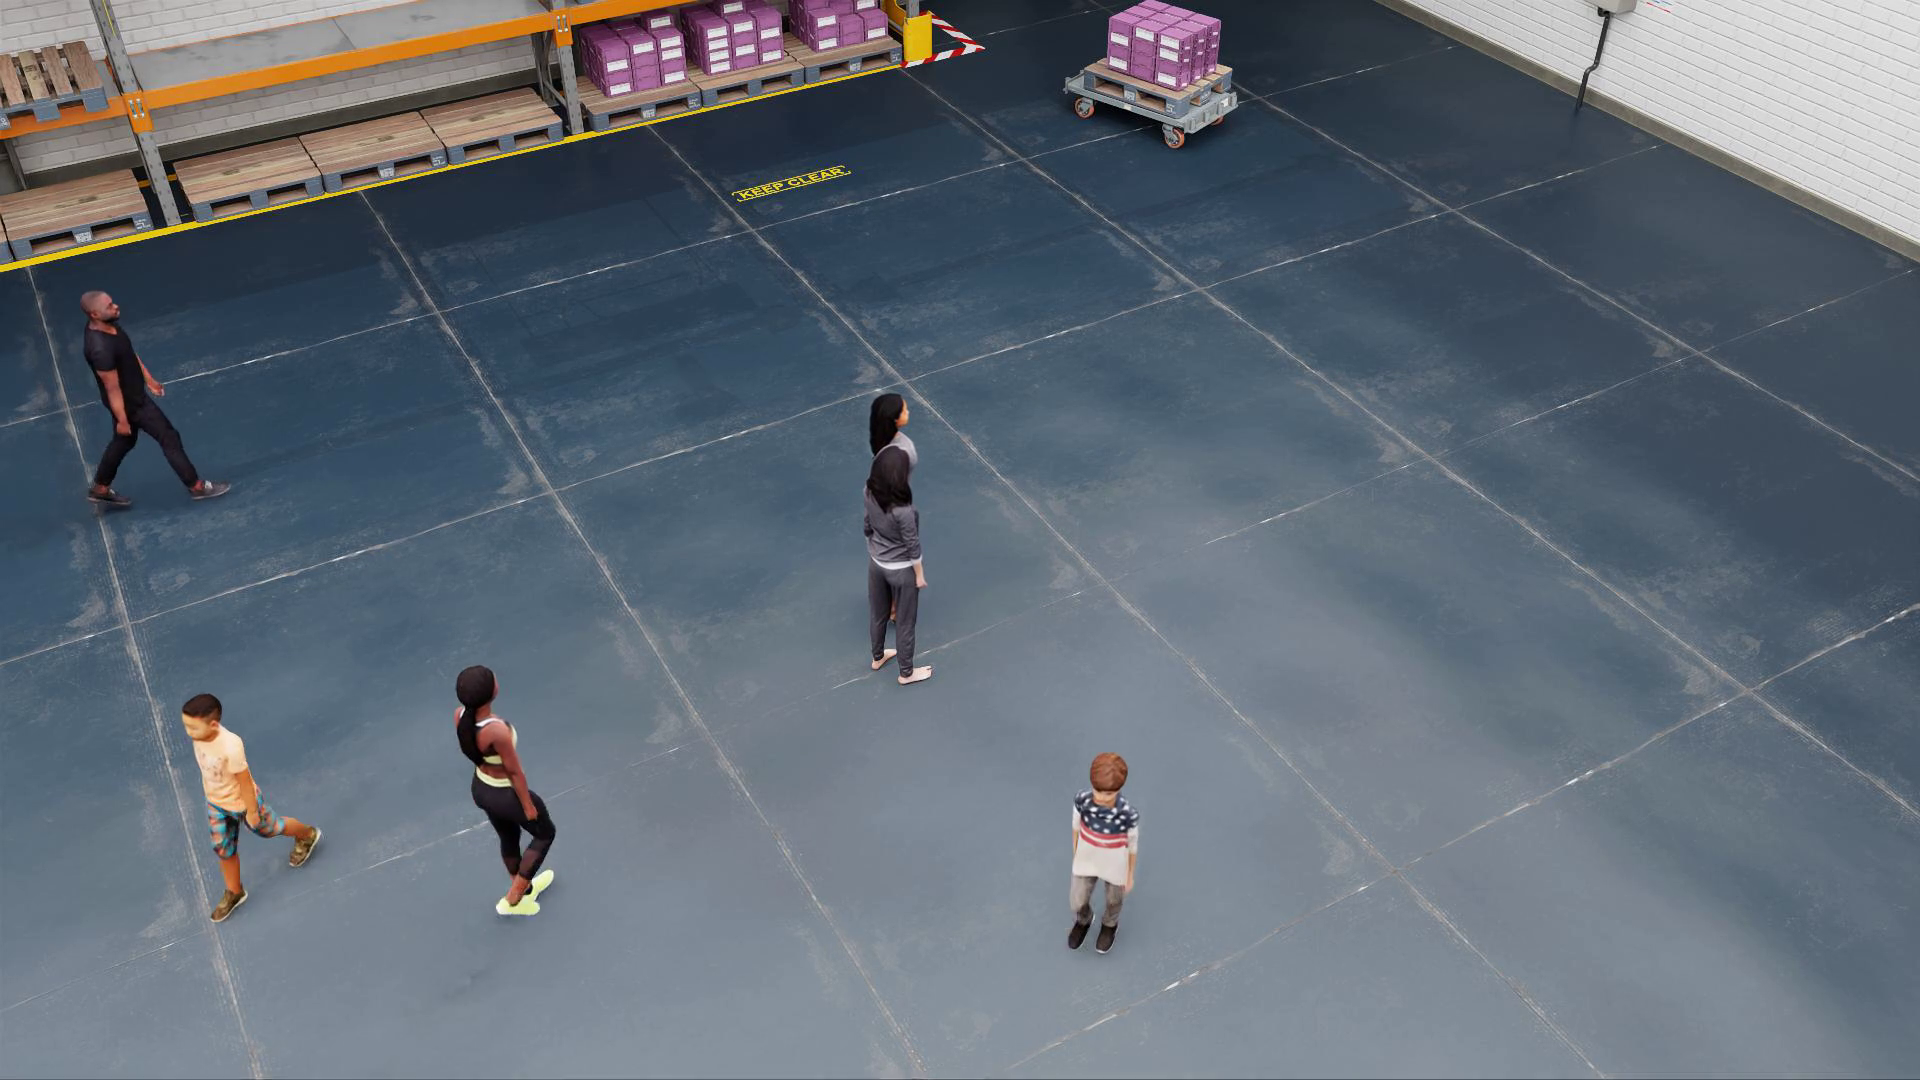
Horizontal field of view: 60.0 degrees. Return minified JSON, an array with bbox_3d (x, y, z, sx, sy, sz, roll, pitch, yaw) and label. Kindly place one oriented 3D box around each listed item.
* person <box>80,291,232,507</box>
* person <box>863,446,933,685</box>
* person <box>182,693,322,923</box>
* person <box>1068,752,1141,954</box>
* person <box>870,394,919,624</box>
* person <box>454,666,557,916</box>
[{"bbox_3d":[-5.980,-0.950,11.773,1.239,1.778,0.779,-15,41,-18],"label":"person"},{"bbox_3d":[-0.419,0.164,10.390,0.656,1.764,0.620,29,47,31],"label":"person"},{"bbox_3d":[-3.922,1.371,9.139,0.872,1.438,1.035,18,42,21],"label":"person"},{"bbox_3d":[0.783,1.625,8.829,0.631,1.428,0.687,11,40,13],"label":"person"},{"bbox_3d":[-0.450,-0.182,10.810,0.625,1.779,0.632,-8,39,-10],"label":"person"},{"bbox_3d":[-2.481,1.408,8.846,0.733,1.747,0.801,23,44,26],"label":"person"}]
